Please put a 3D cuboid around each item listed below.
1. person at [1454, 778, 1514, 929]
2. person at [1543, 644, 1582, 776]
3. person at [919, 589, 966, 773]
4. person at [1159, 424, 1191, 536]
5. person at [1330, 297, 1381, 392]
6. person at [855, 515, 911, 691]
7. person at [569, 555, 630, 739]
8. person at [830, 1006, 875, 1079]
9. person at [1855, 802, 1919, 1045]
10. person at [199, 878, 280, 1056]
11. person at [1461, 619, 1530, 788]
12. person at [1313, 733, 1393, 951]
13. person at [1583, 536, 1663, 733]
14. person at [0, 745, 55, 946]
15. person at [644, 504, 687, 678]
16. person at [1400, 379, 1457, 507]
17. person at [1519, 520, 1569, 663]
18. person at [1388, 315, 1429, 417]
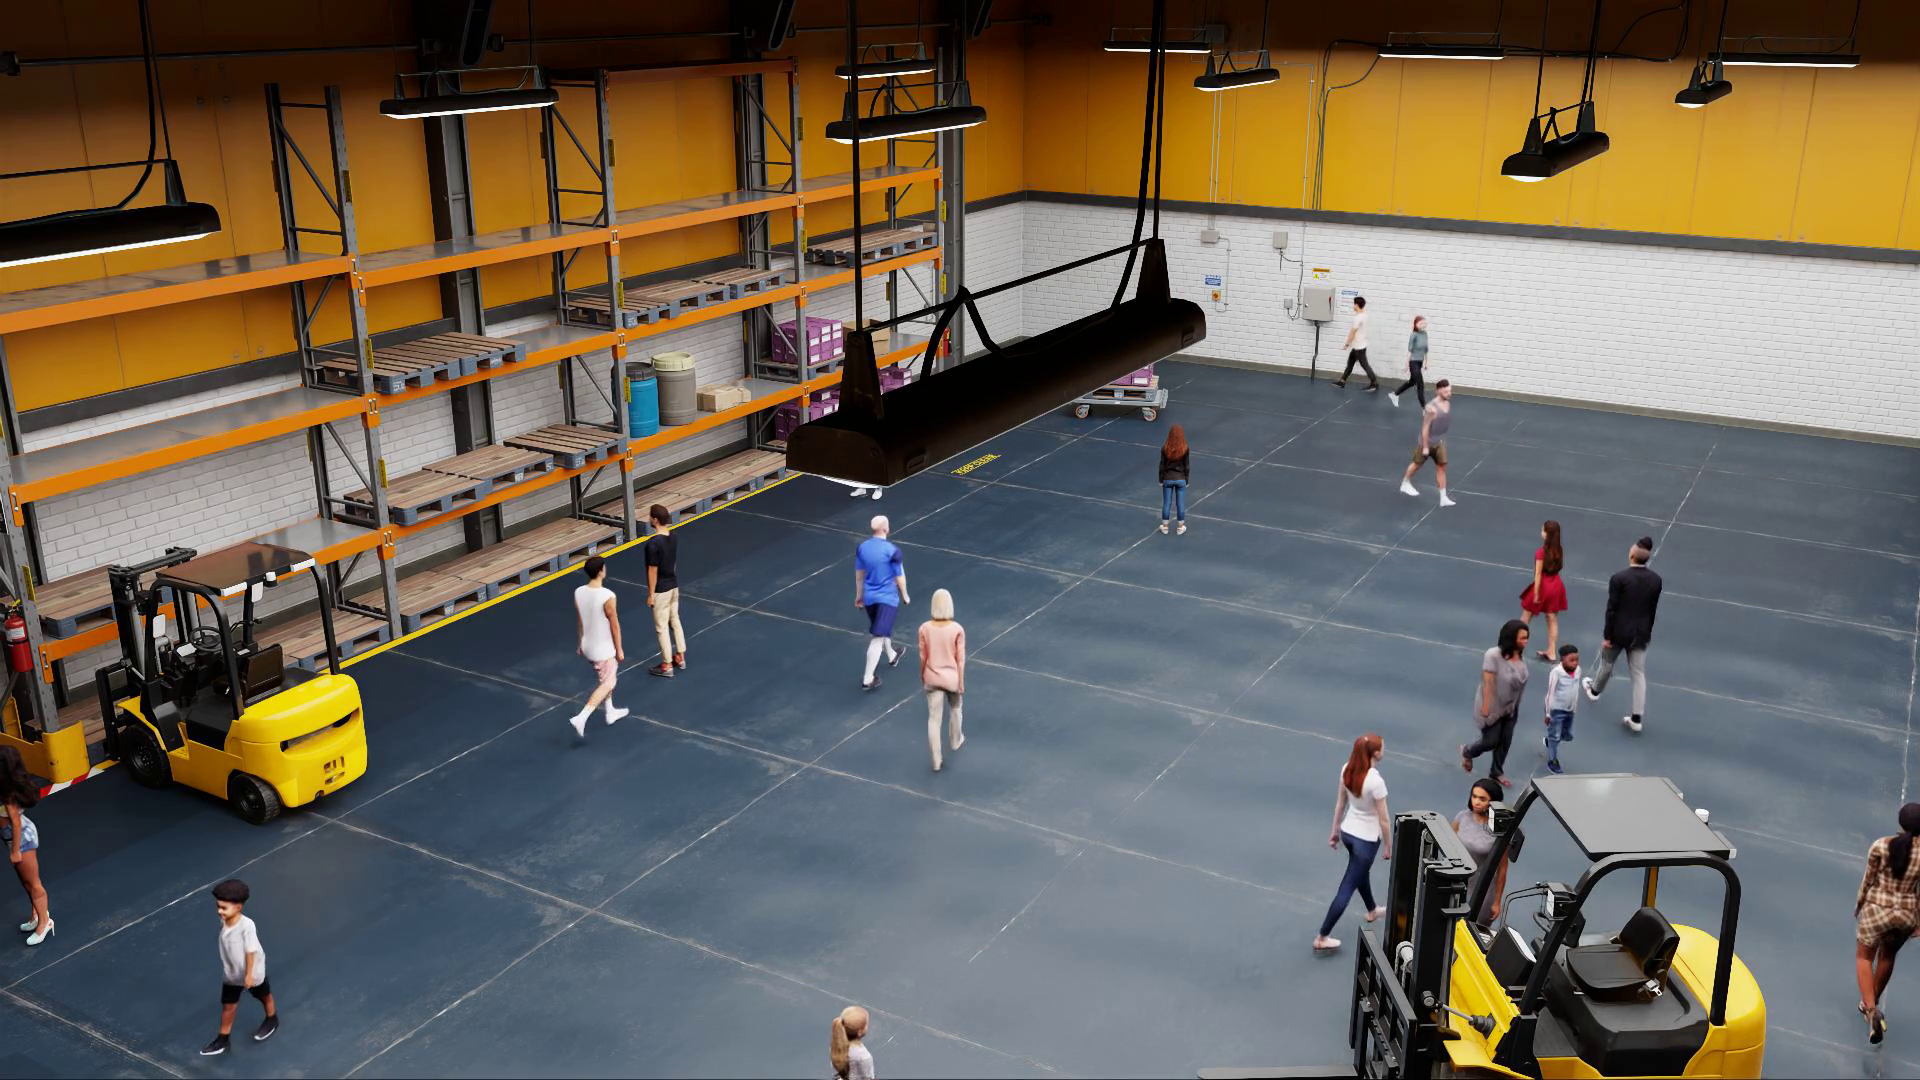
[{"bbox_3d":[3.634,2.495,11.760,0.620,1.781,0.583,16,24,39],"label":"person"},{"bbox_3d":[5.549,1.534,15.444,0.693,1.250,0.757,-4,19,-13],"label":"person"},{"bbox_3d":[-0.174,1.325,15.365,0.810,1.698,1.012,3,19,8],"label":"person"},{"bbox_3d":[2.843,-0.807,22.036,0.618,1.481,0.608,2,19,7],"label":"person"},{"bbox_3d":[7.177,-3.433,29.543,0.781,1.666,1.093,8,20,22],"label":"person"},{"bbox_3d":[-0.868,0.680,17.146,0.687,1.783,1.159,12,22,31],"label":"person"},{"bbox_3d":[-3.537,1.056,16.061,0.695,1.763,1.069,12,22,32],"label":"person"},{"bbox_3d":[-0.692,3.376,9.942,0.603,1.271,0.566,-12,22,-33],"label":"person"},{"bbox_3d":[6.341,2.634,11.356,0.692,1.774,1.019,7,20,20],"label":"person"},{"bbox_3d":[-4.883,2.887,11.452,0.563,1.234,0.824,7,20,20],"label":"person"},{"bbox_3d":[4.860,1.452,15.153,0.854,1.593,0.898,-10,21,-27],"label":"person"},{"bbox_3d":[2.929,2.302,12.479,1.220,1.688,0.962,-11,22,-30],"label":"person"},{"bbox_3d":[6.575,0.939,16.199,1.146,1.896,1.330,-1,19,-3],"label":"person"},{"bbox_3d":[-7.132,2.293,12.605,0.679,1.624,0.658,-13,23,-33],"label":"person"},{"bbox_3d":[-3.110,0.523,17.502,0.720,1.854,0.533,6,20,18],"label":"person"},{"bbox_3d":[6.428,-1.355,22.865,1.269,1.765,1.145,-12,22,-31],"label":"person"},{"bbox_3d":[6.352,0.568,17.893,0.992,1.519,1.004,-7,20,-19],"label":"person"},{"bbox_3d":[7.606,-2.932,27.994,1.206,1.706,0.989,-16,24,-39],"label":"person"}]
